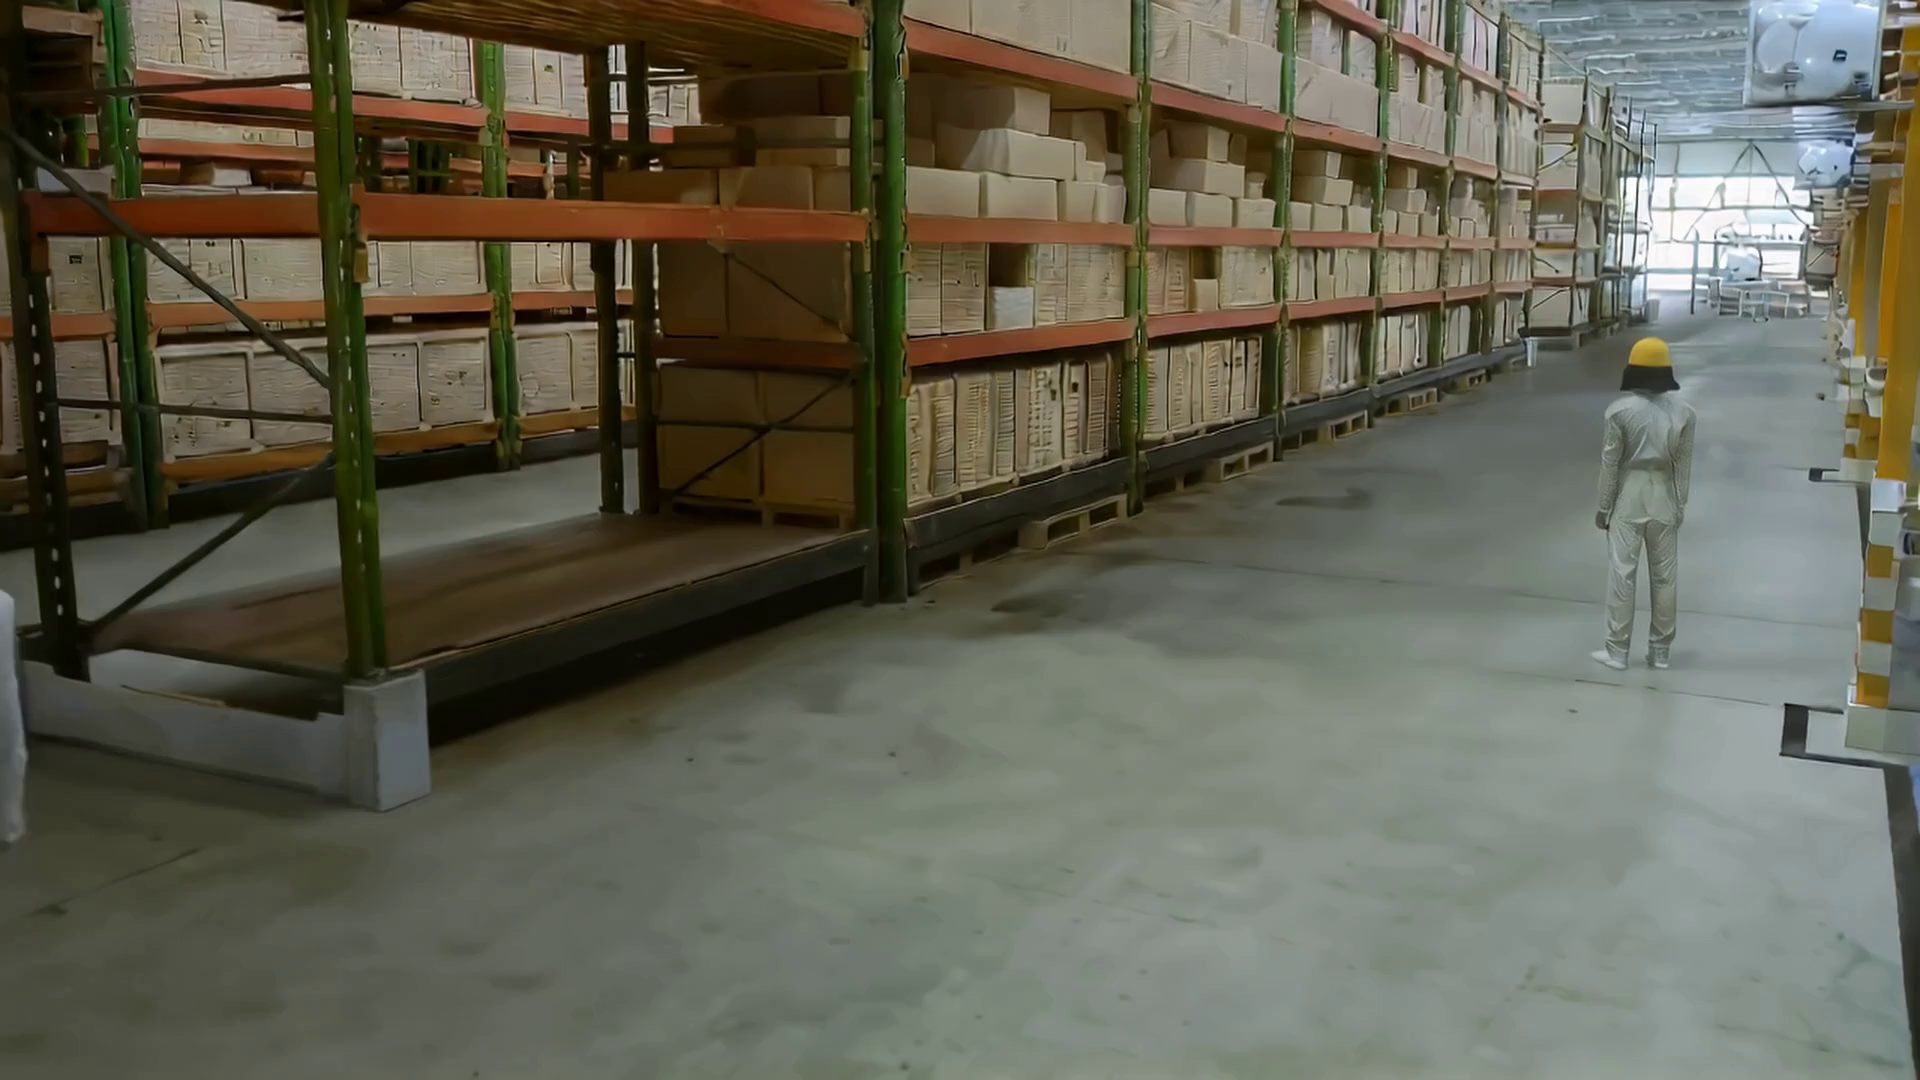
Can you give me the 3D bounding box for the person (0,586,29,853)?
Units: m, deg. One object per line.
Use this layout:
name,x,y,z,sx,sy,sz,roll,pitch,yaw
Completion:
person,-2.579,0.622,4.080,0.755,1.730,0.565,6,12,33

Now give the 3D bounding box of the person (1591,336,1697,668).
person,3.583,-0.191,8.738,0.487,1.746,0.289,-1,10,-5
